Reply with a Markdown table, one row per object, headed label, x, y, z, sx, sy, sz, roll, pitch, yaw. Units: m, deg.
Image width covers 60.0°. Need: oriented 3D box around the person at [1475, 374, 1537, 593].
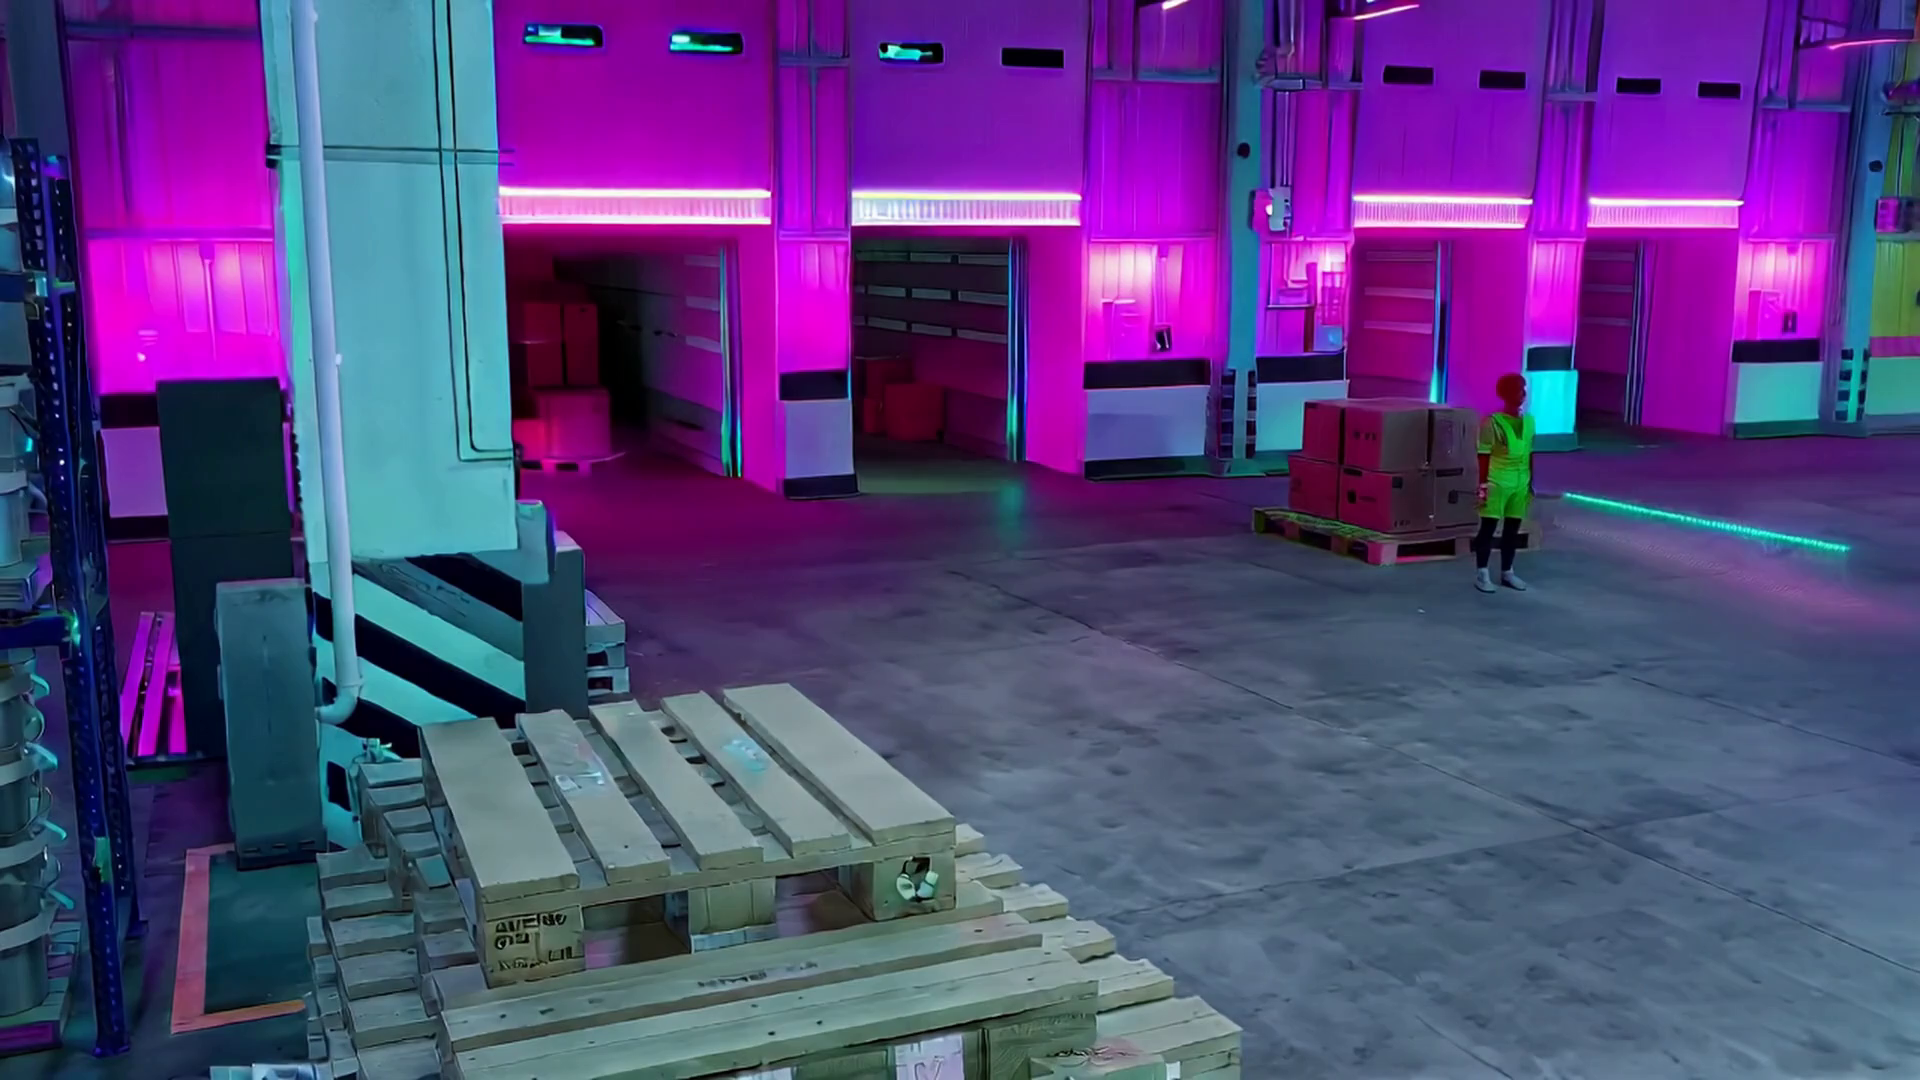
| label | x | y | z | sx | sy | sz | roll | pitch | yaw |
| --- | --- | --- | --- | --- | --- | --- | --- | --- | --- |
| person | 4.229 | -0.440 | 12.875 | 0.541 | 1.696 | 0.315 | -4 | 11 | -21 |
